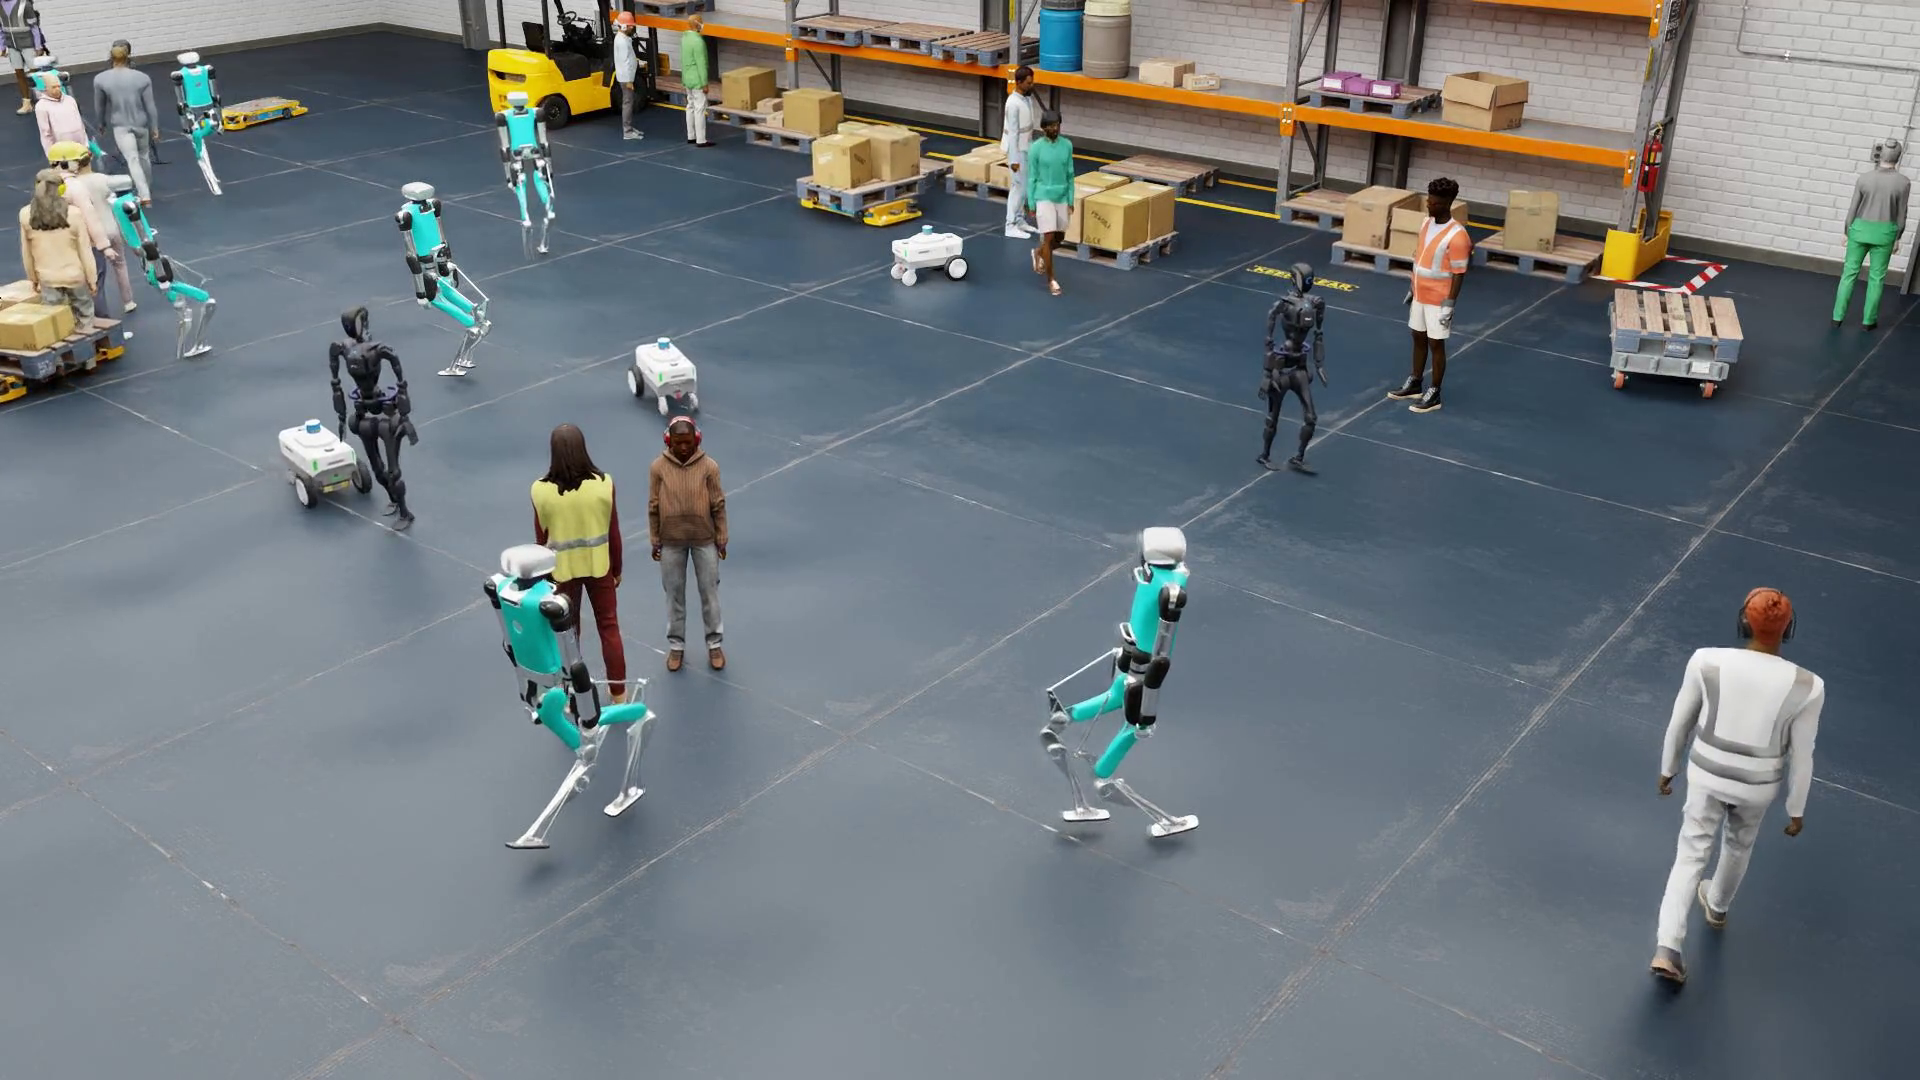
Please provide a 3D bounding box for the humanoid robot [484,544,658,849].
[{"bbox_3d":[-1.904,0.746,8.343,0.540,1.729,1.037,17,31,32],"label":"humanoid robot"}]

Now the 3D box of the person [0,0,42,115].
[{"bbox_3d":[-14.043,-7.383,24.824,0.613,2.040,0.388,1,26,1],"label":"person"}]

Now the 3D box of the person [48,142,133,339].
[{"bbox_3d":[-8.182,-2.741,15.413,0.809,1.863,0.422,14,29,26],"label":"person"}]

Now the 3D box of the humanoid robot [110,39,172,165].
[{"bbox_3d":[-10.945,-5.744,21.908,0.739,1.654,0.589,-10,28,-20],"label":"humanoid robot"}]

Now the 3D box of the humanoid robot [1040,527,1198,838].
[{"bbox_3d":[0.766,0.759,8.316,0.966,1.743,0.545,-3,26,-5],"label":"humanoid robot"}]

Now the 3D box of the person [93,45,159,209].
[{"bbox_3d":[-10.018,-4.998,20.083,0.642,1.879,1.061,-17,30,-31],"label":"person"}]

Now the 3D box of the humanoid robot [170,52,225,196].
[{"bbox_3d":[-9.424,-5.144,20.527,0.901,1.754,0.571,23,34,39],"label":"humanoid robot"}]

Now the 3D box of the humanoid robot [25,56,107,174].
[{"bbox_3d":[-10.884,-5.077,20.458,0.533,1.807,0.807,3,26,6],"label":"humanoid robot"}]

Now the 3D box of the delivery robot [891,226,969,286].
[{"bbox_3d":[-0.323,-2.989,17.449,0.813,0.609,0.499,-13,29,-25],"label":"delivery robot"}]

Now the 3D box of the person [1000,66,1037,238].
[{"bbox_3d":[0.660,-4.379,18.760,0.404,1.908,0.606,7,27,14],"label":"person"}]

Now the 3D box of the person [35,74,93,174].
[{"bbox_3d":[-10.222,-4.439,19.032,0.409,1.776,0.538,14,29,27],"label":"person"}]

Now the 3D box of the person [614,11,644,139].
[{"bbox_3d":[-4.667,-6.541,23.425,0.351,1.740,0.571,-6,26,-12],"label":"person"}]

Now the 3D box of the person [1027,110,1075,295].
[{"bbox_3d":[0.915,-3.492,17.011,0.505,1.826,0.793,-12,28,-23],"label":"person"}]

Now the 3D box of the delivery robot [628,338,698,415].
[{"bbox_3d":[-2.515,-1.429,14.210,0.499,0.603,0.803,-12,28,-24],"label":"delivery robot"}]

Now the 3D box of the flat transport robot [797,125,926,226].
[{"bbox_3d":[-1.184,-4.017,19.889,1.431,0.231,0.659,23,34,39],"label":"flat transport robot"}]

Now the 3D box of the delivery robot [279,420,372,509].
[{"bbox_3d":[-4.820,-0.616,12.500,0.499,0.579,0.759,-21,33,-36],"label":"delivery robot"}]

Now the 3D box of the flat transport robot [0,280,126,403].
[{"bbox_3d":[-8.233,-1.560,14.801,0.659,0.231,1.431,9,27,18],"label":"flat transport robot"}]

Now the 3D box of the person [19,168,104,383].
[{"bbox_3d":[-7.825,-2.274,14.478,0.578,1.850,0.624,-6,26,-12],"label":"person"}]

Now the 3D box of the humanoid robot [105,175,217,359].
[{"bbox_3d":[-7.065,-2.412,14.951,0.823,1.821,0.543,-20,32,-36],"label":"humanoid robot"}]

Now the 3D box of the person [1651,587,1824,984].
[{"bbox_3d":[3.467,1.110,7.473,0.625,1.841,0.923,12,28,24],"label":"person"}]

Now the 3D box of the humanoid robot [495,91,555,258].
[{"bbox_3d":[-4.610,-3.837,17.939,0.539,1.882,0.733,-11,28,-22],"label":"humanoid robot"}]

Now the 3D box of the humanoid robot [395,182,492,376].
[{"bbox_3d":[-4.373,-2.229,14.344,0.735,1.677,0.533,8,27,16],"label":"humanoid robot"}]

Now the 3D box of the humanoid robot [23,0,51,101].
[{"bbox_3d":[-14.313,-7.595,25.718,0.543,1.647,0.612,3,26,6],"label":"humanoid robot"}]

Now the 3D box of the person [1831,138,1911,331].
[{"bbox_3d":[8.657,-2.899,15.772,0.511,1.838,0.332,16,30,29],"label":"person"}]

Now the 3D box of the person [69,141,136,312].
[{"bbox_3d":[-8.307,-2.960,16.023,0.533,1.743,0.743,-9,27,-18],"label":"person"}]

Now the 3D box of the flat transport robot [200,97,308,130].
[{"bbox_3d":[-10.473,-6.333,24.685,0.659,0.231,1.431,12,28,23],"label":"flat transport robot"}]

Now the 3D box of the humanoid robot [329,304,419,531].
[{"bbox_3d":[-4.127,-0.903,11.835,0.601,1.638,0.485,4,26,8],"label":"humanoid robot"}]

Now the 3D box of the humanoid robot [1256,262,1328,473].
[{"bbox_3d":[2.530,-1.297,12.633,0.601,1.647,0.467,-13,29,-26],"label":"humanoid robot"}]

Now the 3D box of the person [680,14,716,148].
[{"bbox_3d":[-3.635,-6.328,22.945,0.385,1.776,0.546,-16,30,-30],"label":"person"}]

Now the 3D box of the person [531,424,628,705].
[{"bbox_3d":[-2.146,0.188,9.465,0.470,1.764,0.365,-7,27,-14],"label":"person"}]

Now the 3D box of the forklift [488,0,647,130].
[{"bbox_3d":[-5.874,-7.334,24.552,1.214,2.155,2.313,19,32,34],"label":"forklift"}]

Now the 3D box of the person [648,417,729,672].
[{"bbox_3d":[-1.616,0.011,9.968,0.470,1.646,0.329,-2,26,-3],"label":"person"}]

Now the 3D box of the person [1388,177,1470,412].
[{"bbox_3d":[3.929,-2.045,13.855,0.361,1.964,0.612,-9,27,-17],"label":"person"}]
